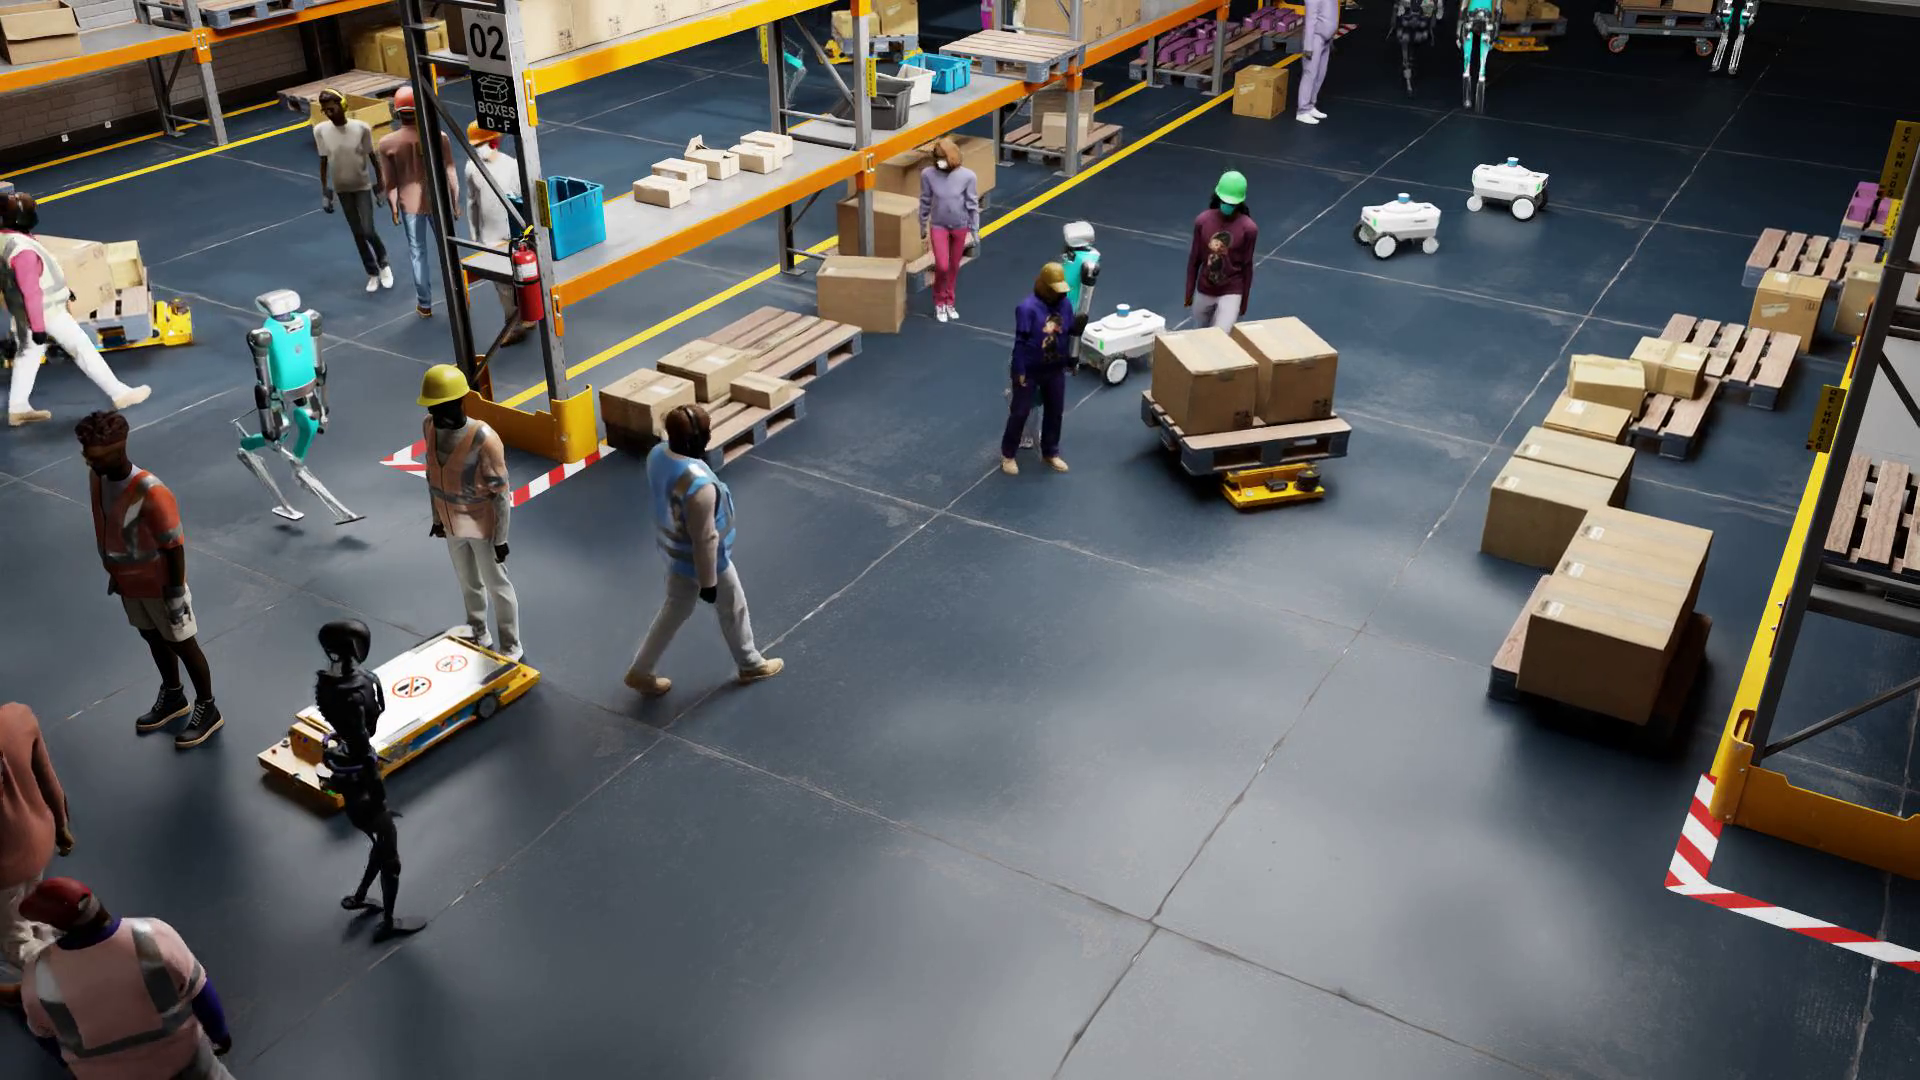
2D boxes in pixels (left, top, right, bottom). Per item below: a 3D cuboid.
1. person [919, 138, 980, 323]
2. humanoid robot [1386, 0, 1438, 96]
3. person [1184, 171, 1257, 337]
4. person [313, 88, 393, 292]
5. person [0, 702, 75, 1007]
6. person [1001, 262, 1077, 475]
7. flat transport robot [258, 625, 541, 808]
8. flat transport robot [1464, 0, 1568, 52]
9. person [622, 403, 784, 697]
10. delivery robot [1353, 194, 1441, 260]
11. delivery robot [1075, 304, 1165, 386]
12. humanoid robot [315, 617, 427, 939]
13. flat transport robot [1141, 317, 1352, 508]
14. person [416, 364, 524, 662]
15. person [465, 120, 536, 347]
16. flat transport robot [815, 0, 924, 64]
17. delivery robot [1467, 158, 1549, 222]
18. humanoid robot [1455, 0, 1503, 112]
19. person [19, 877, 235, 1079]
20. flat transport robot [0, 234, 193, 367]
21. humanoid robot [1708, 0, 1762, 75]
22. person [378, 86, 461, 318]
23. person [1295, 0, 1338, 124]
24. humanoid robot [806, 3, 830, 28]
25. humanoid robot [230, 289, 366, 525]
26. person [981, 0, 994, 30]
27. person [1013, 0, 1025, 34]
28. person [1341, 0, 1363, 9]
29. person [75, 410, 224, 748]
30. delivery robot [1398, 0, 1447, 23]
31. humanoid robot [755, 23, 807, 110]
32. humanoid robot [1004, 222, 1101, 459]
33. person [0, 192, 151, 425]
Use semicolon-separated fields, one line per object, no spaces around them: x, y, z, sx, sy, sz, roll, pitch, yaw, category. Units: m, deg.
-0.090;-2.648;14.259;0.485;1.608;0.451;-5;30;-8;person
5.707;-6.445;20.985;0.603;1.656;0.713;4;30;8;humanoid robot
2.009;-1.962;12.756;0.526;1.906;0.866;12;32;20;person
-5.410;-3.100;14.825;0.507;1.844;0.428;-2;30;-4;person
-3.923;1.308;6.913;0.818;1.969;0.614;6;30;10;person
0.567;-1.201;11.698;0.562;1.603;0.466;-15;33;-24;person
-3.096;0.950;9.261;0.659;0.231;1.431;18;34;29;flat transport robot
7.780;-7.195;23.669;0.659;0.231;1.431;-3;30;-5;flat transport robot
-1.496;0.078;9.251;0.893;1.811;0.633;-19;35;-30;person
4.214;-3.033;16.012;0.768;0.591;0.499;-5;30;-9;delivery robot
1.289;-1.603;13.500;0.793;0.608;0.499;-19;34;-30;delivery robot
-2.743;1.095;7.592;0.355;1.657;0.610;-14;32;-23;humanoid robot
2.043;-0.660;12.109;0.659;0.231;1.431;-8;30;-13;flat transport robot
-2.789;-0.107;9.446;0.585;1.928;0.366;17;34;27;person
-3.786;-2.583;13.903;0.654;1.858;0.656;0;29;1;person
-1.237;-6.725;22.838;1.431;0.231;0.659;-7;30;-11;flat transport robot
5.622;-3.624;17.034;0.739;0.566;0.499;16;33;27;delivery robot
6.296;-6.033;20.221;0.531;1.893;0.690;5;30;8;humanoid robot
-3.066;1.830;6.233;0.634;1.701;0.654;-13;32;-21;person
-7.278;-1.756;14.048;1.431;0.231;0.659;-12;32;-20;flat transport robot
10.112;-6.917;21.552;0.533;1.675;0.735;16;33;27;humanoid robot
-4.603;-2.895;14.311;0.620;1.992;0.392;-11;31;-18;person
4.270;-5.918;19.769;0.399;1.887;0.651;17;34;27;person
-2.063;-8.348;24.283;0.591;1.645;0.368;6;30;10;humanoid robot
-4.446;-0.836;10.913;0.969;1.729;0.544;16;33;25;humanoid robot
0.412;-6.375;20.613;0.318;1.846;0.525;3;30;5;person
0.949;-7.365;22.487;0.578;1.730;0.529;-15;33;-24;person
6.025;-9.033;25.411;0.324;1.751;0.561;-10;31;-17;person
-4.336;0.203;8.859;0.602;1.966;0.367;17;34;27;person
6.902;-8.031;24.862;0.499;0.600;0.802;-10;31;-17;delivery robot
-2.181;-6.020;20.177;0.782;1.847;0.542;-14;32;-23;humanoid robot
0.599;-1.340;11.898;0.771;1.852;0.541;-6;30;-11;humanoid robot
-6.873;-1.751;12.502;1.000;1.780;0.619;-26;38;-38;person
